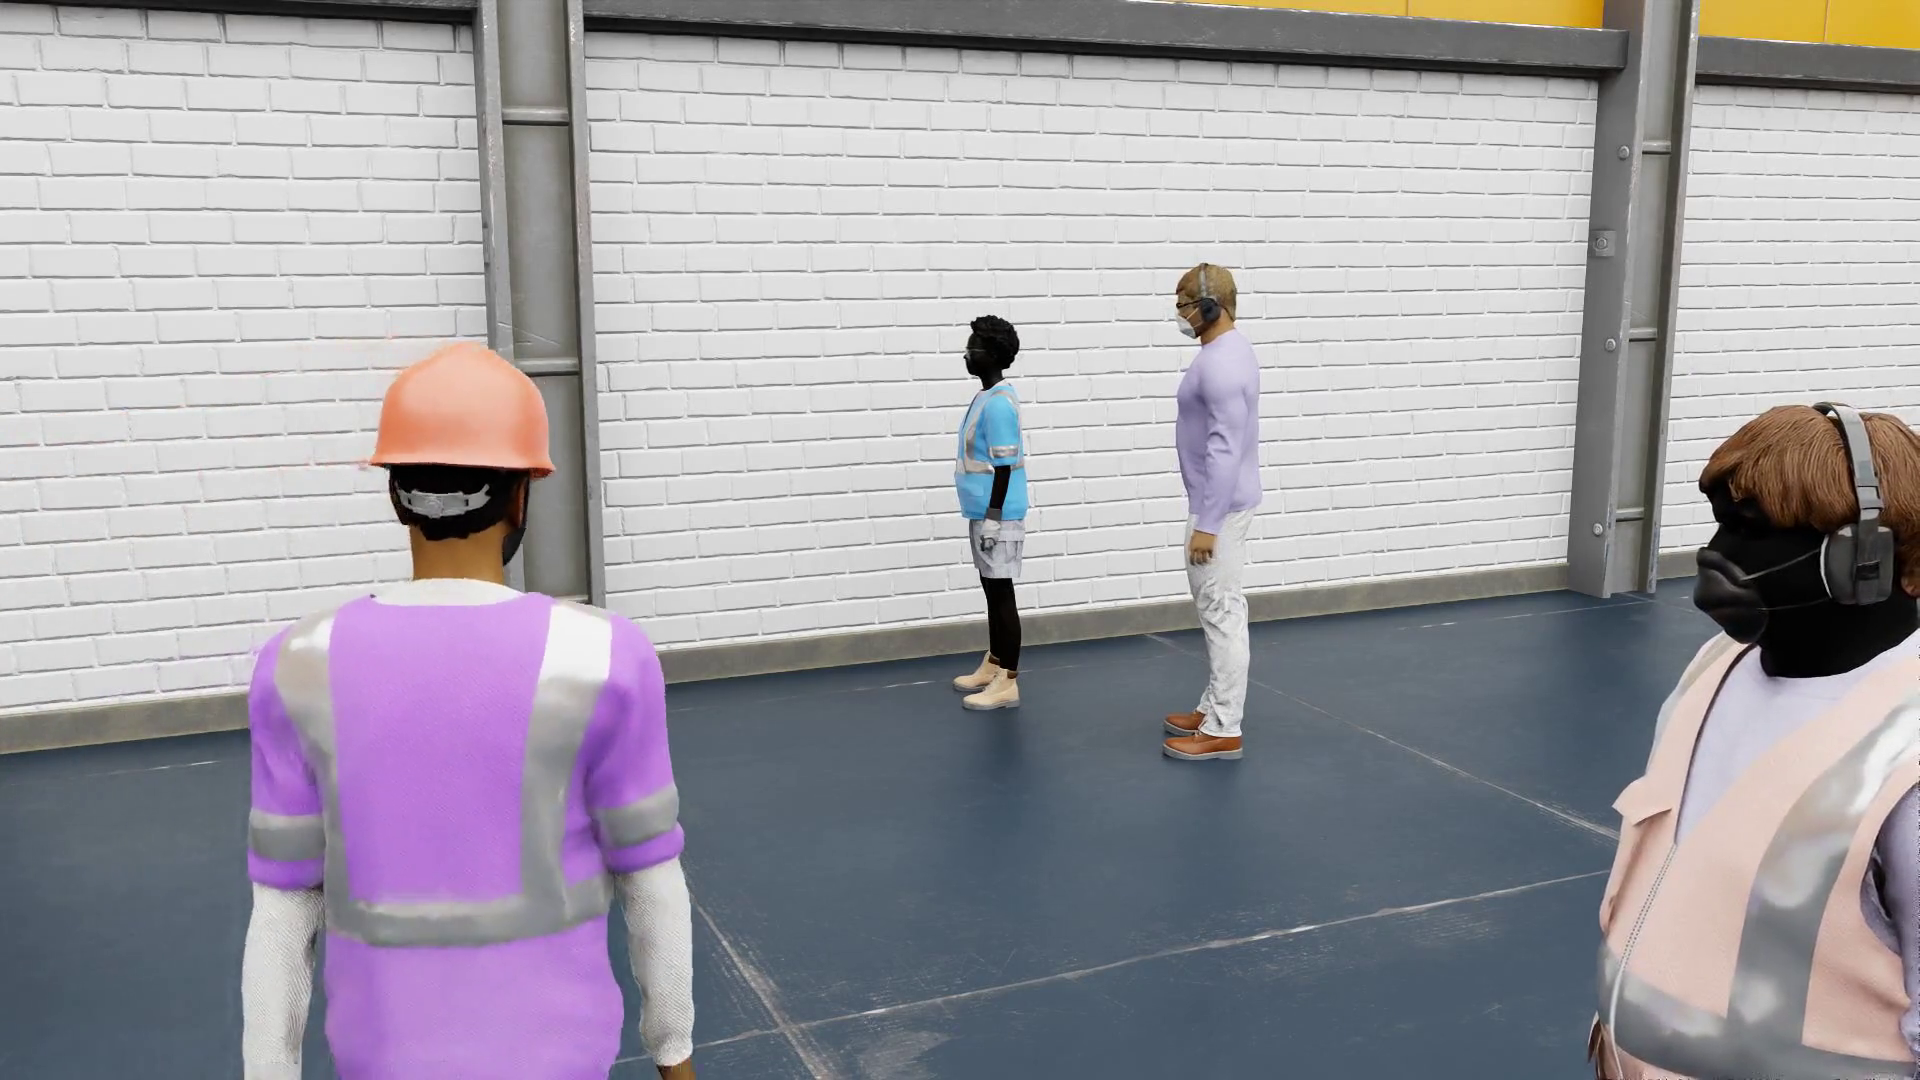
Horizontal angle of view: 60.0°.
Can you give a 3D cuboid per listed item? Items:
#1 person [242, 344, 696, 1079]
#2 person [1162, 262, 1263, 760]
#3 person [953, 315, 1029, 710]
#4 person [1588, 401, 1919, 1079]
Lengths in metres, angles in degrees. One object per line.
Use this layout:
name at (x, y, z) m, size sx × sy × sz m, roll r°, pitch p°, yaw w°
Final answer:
person at (-0.666, 0.681, 2.305) m, size 0.572 × 1.873 × 1.047 m, roll 0°, pitch 10°, yaw 2°
person at (0.989, -0.106, 6.487) m, size 0.371 × 1.934 × 0.627 m, roll 2°, pitch 10°, yaw 11°
person at (0.134, -0.121, 7.210) m, size 0.318 × 1.700 × 0.535 m, roll -1°, pitch 10°, yaw -6°
person at (0.976, 0.753, 1.999) m, size 0.429 × 1.842 × 0.632 m, roll 0°, pitch 10°, yaw -2°
